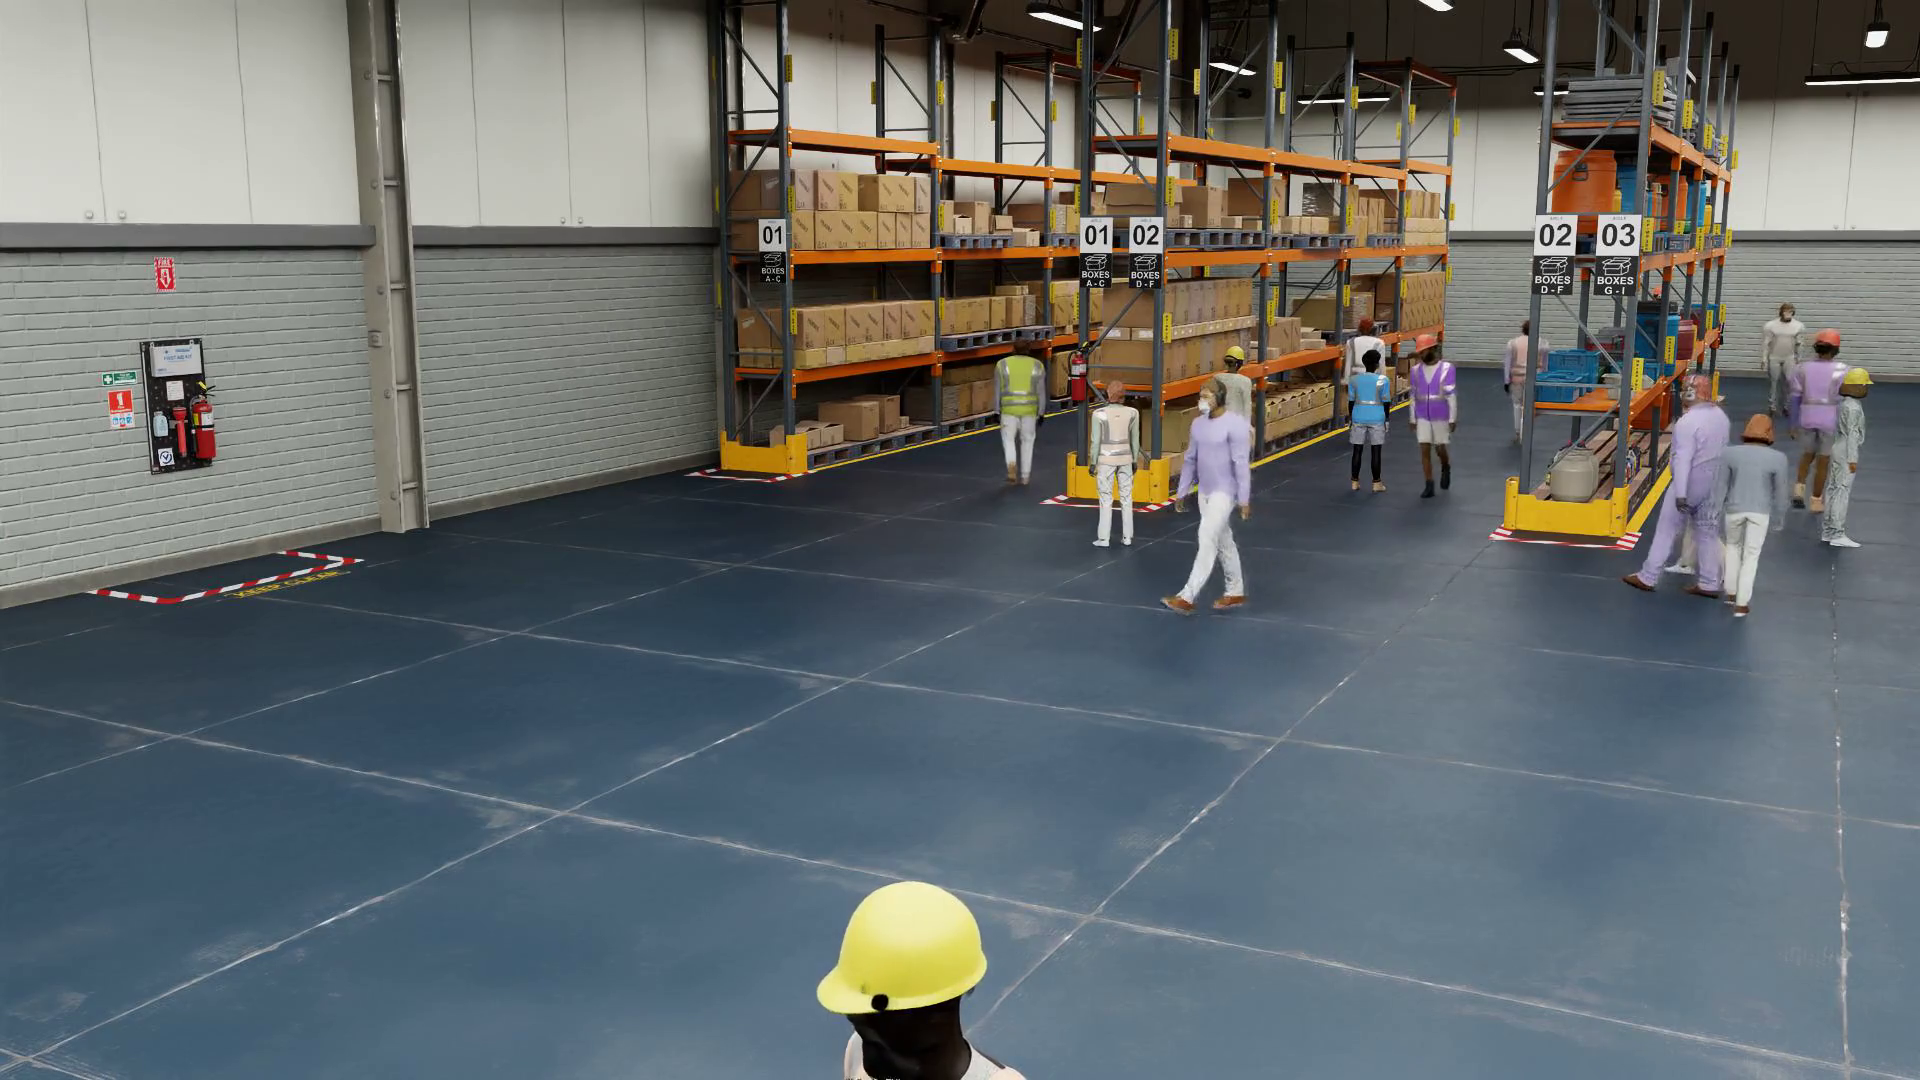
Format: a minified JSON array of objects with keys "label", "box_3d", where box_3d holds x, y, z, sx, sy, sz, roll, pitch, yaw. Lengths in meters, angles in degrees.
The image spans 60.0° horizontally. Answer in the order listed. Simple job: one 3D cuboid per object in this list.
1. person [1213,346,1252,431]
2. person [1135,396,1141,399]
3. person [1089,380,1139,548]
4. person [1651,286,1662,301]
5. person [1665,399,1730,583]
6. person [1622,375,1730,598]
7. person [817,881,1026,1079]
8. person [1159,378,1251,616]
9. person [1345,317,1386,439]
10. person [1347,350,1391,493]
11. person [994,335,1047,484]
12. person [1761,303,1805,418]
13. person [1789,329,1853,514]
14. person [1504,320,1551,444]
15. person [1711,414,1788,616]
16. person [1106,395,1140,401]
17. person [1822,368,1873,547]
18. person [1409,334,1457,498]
[{"label":"person","box_3d":[3.160,-1.375,19.362,0.518,1.757,0.341,7,13,35]},{"label":"person","box_3d":[3.048,-2.815,27.189,0.533,1.767,0.326,5,12,27]},{"label":"person","box_3d":[1.502,-0.735,16.193,0.524,1.639,0.306,-3,11,-18]},{"label":"person","box_3d":[14.448,-4.261,34.441,0.373,1.997,0.615,6,12,30]},{"label":"person","box_3d":[6.594,-0.437,14.639,0.522,1.616,0.740,-6,12,-31]},{"label":"person","box_3d":[6.115,-0.464,14.073,0.663,1.872,0.791,-6,12,-30]},{"label":"person","box_3d":[-0.054,1.534,3.040,0.382,1.923,0.593,-8,13,-37]},{"label":"person","box_3d":[1.941,-0.340,13.328,0.966,1.894,0.663,-5,12,-26]},{"label":"person","box_3d":[5.920,-2.340,24.366,0.584,1.859,0.835,5,12,25]},{"label":"person","box_3d":[4.839,-1.403,19.687,0.532,1.693,0.319,6,12,31]},{"label":"person","box_3d":[0.734,-1.571,20.241,0.652,1.827,0.454,0,10,1]},{"label":"person","box_3d":[13.678,-2.979,27.685,0.651,1.919,0.638,4,11,19]},{"label":"person","box_3d":[9.401,-1.285,18.155,0.442,2.028,0.622,-9,14,-40]},{"label":"person","box_3d":[8.377,-2.339,24.518,0.646,1.788,0.963,5,11,24]},{"label":"person","box_3d":[6.377,-0.216,13.413,0.537,1.608,0.624,7,13,35]},{"label":"person","box_3d":[2.231,-2.049,22.795,0.509,1.844,0.329,5,12,27]},{"label":"person","box_3d":[8.724,-0.813,16.332,0.307,1.745,0.484,3,11,15]},{"label":"person","box_3d":[5.506,-1.444,19.350,0.562,1.901,0.539,7,12,33]}]
